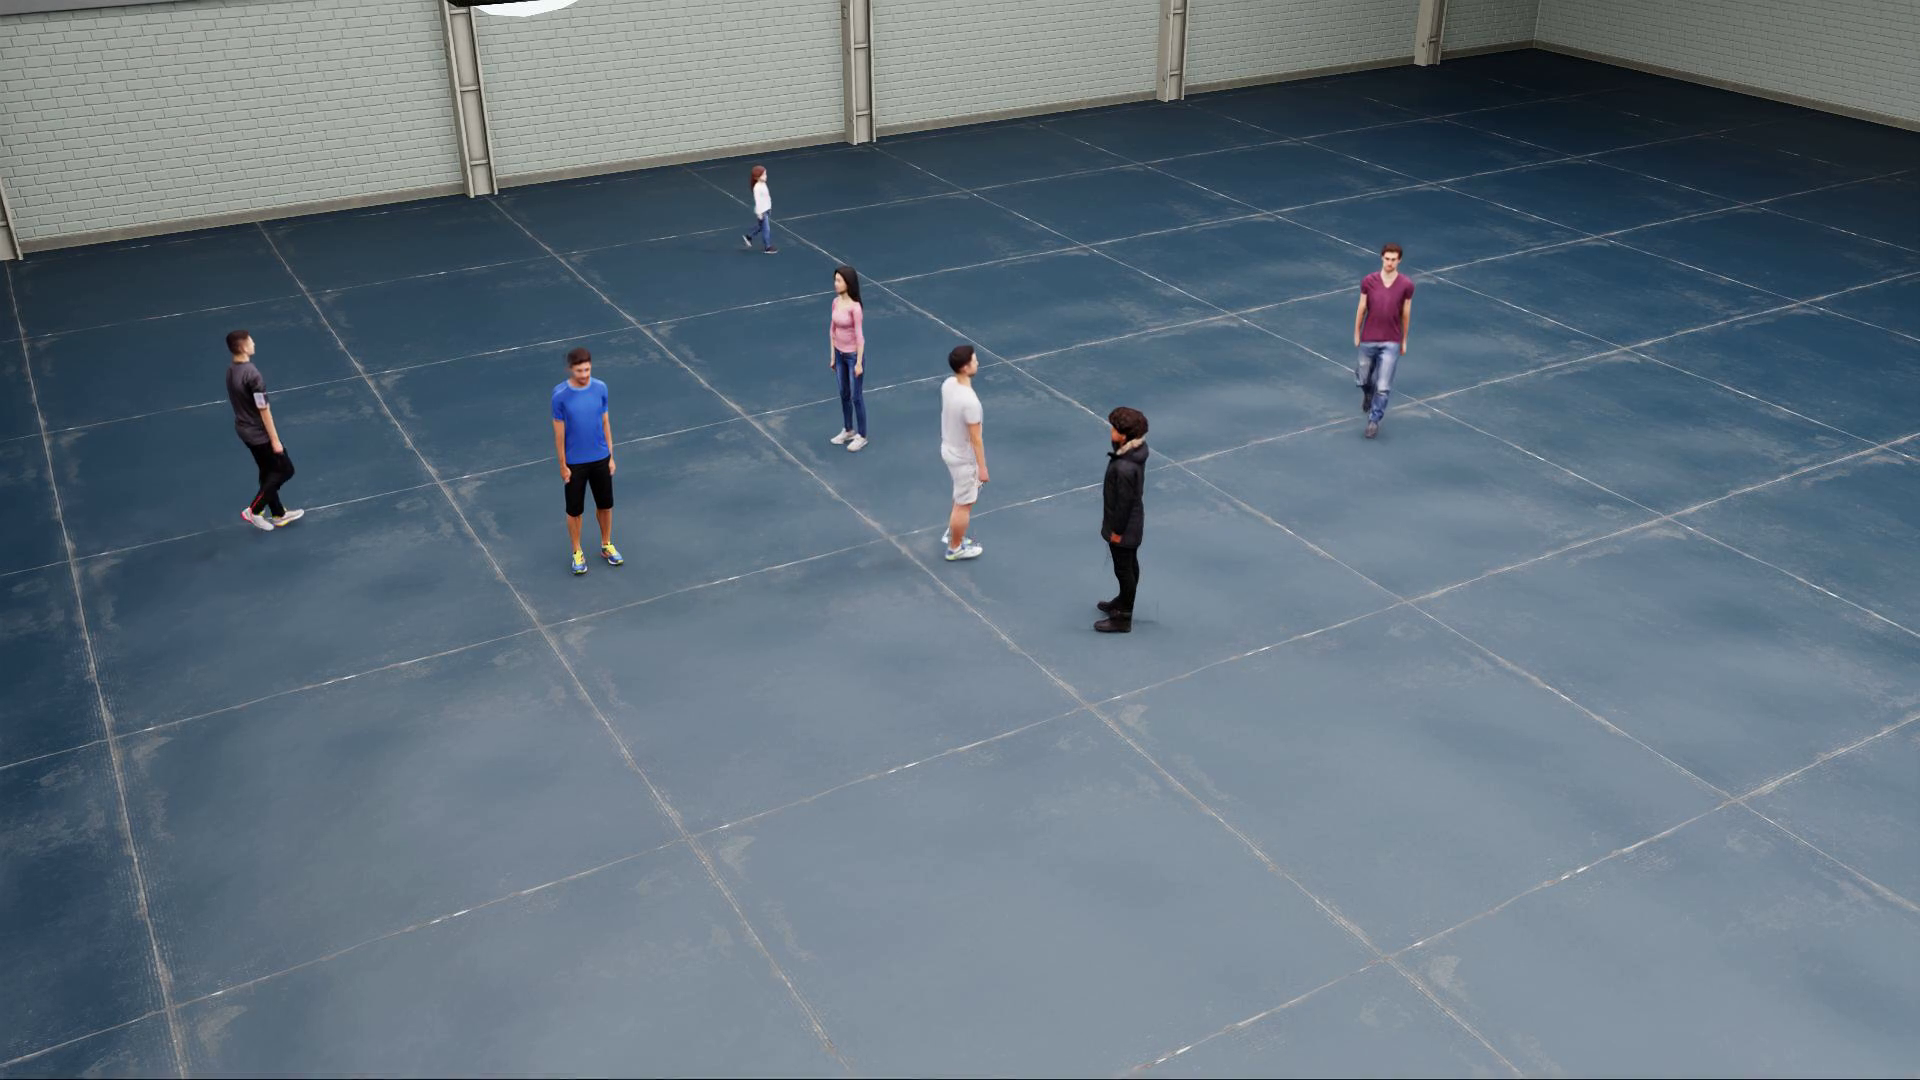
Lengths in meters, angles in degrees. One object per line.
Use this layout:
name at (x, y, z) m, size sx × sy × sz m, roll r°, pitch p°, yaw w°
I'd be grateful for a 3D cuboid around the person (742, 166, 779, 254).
person at (-2.525, -4.134, 20.787) m, size 0.760 × 1.100 × 0.678 m, roll 5°, pitch 28°, yaw 10°

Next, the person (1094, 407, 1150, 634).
person at (1.227, -0.155, 12.319) m, size 0.776 × 1.778 × 0.722 m, roll 6°, pitch 28°, yaw 11°

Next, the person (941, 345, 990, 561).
person at (-0.069, -0.667, 13.241) m, size 0.682 × 1.843 × 0.748 m, roll -10°, pitch 29°, yaw -19°

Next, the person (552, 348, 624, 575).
person at (-2.970, -0.662, 13.204) m, size 0.516 × 1.868 × 0.674 m, roll -13°, pitch 30°, yaw -23°

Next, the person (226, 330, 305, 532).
person at (-5.838, -0.856, 13.706) m, size 0.783 × 1.754 × 0.881 m, roll 24°, pitch 36°, yaw 38°

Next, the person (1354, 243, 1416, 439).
person at (3.980, -1.915, 15.671) m, size 0.968 × 1.837 × 1.065 m, roll 11°, pitch 29°, yaw 20°

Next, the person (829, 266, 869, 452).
person at (-1.019, -1.686, 15.330) m, size 0.548 × 1.742 × 0.614 m, roll -21°, pitch 34°, yaw -35°
